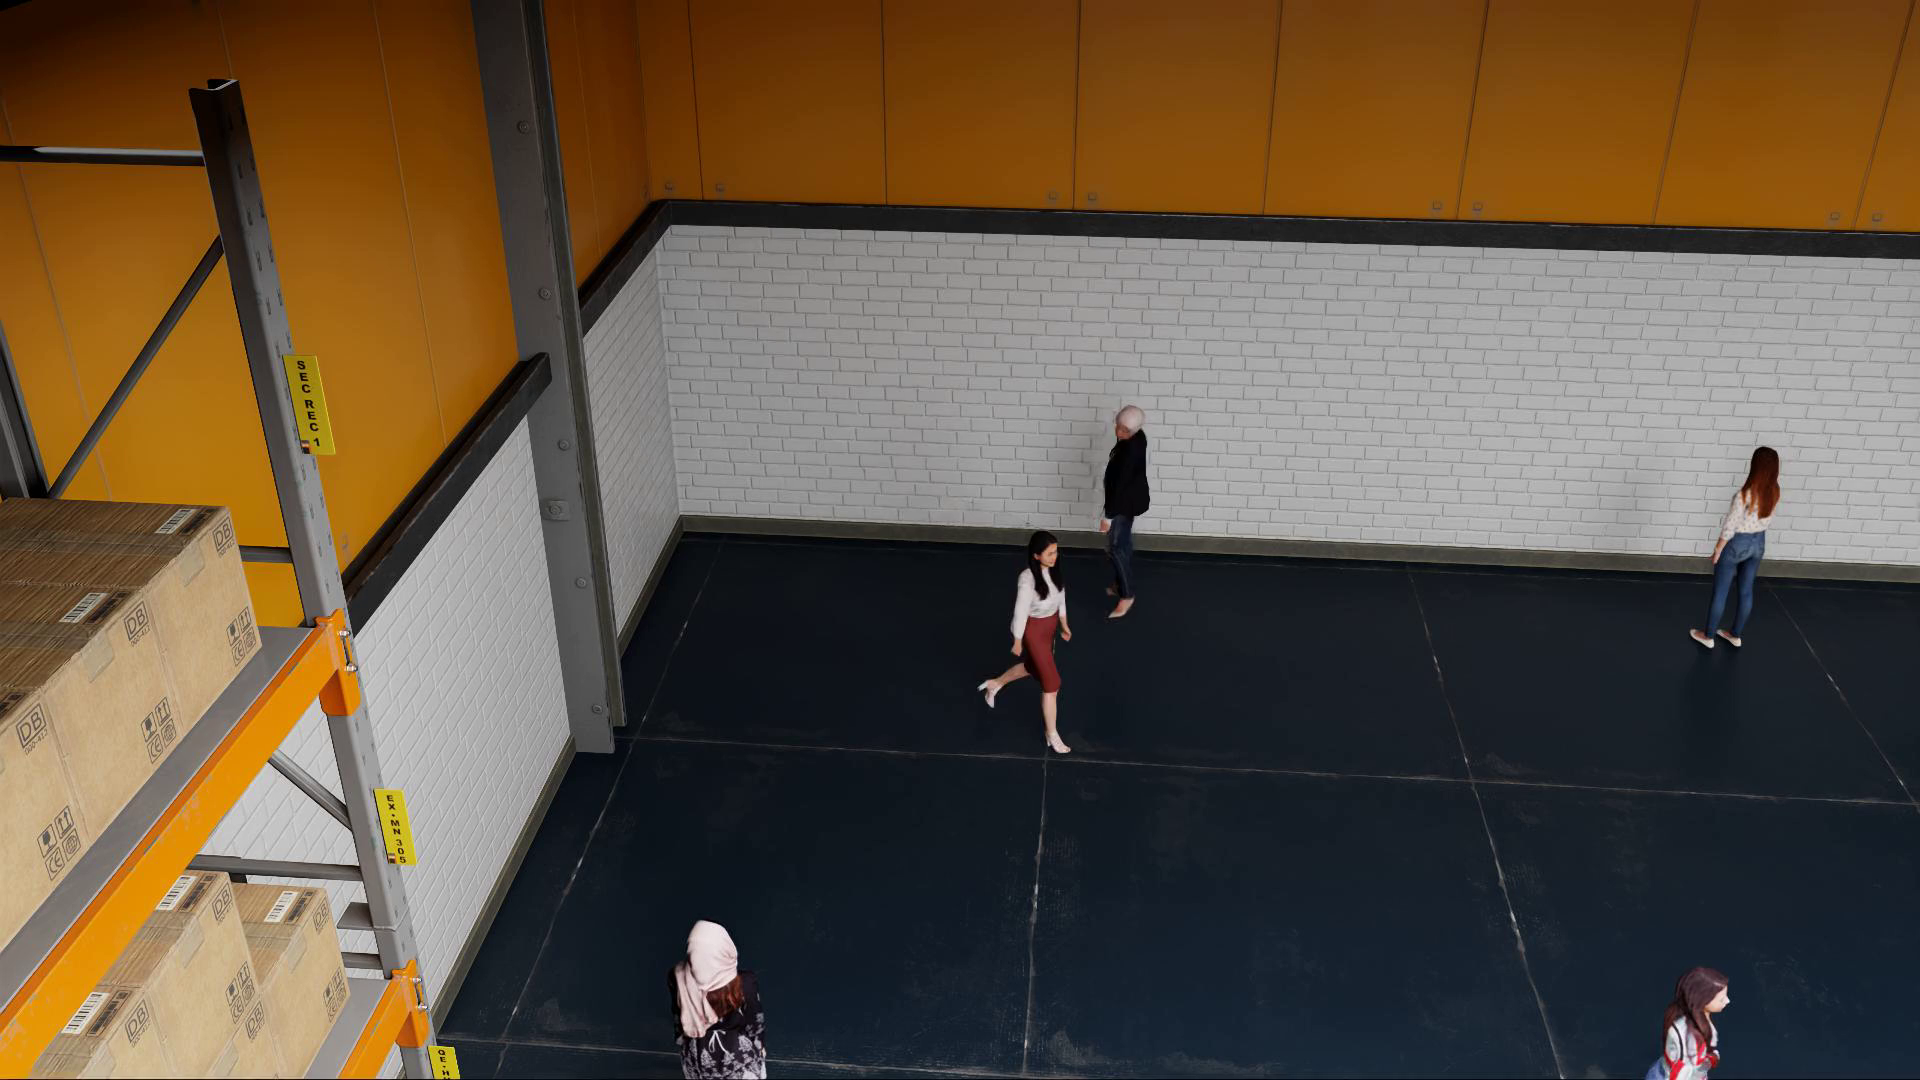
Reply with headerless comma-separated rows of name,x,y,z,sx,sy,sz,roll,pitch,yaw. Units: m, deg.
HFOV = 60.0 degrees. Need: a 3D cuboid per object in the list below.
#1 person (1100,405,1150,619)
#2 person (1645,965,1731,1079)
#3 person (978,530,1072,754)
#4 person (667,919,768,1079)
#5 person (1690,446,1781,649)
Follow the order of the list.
person,1.213,-0.296,12.647,0.844,1.753,0.725,18,33,30
person,3.420,2.704,8.172,0.710,1.600,0.626,7,29,13
person,0.492,0.681,11.753,0.983,1.722,1.075,18,33,29
person,-1.209,2.561,8.395,0.614,1.638,0.597,2,29,4
person,6.088,0.065,12.877,0.646,1.729,0.647,-7,29,-13
